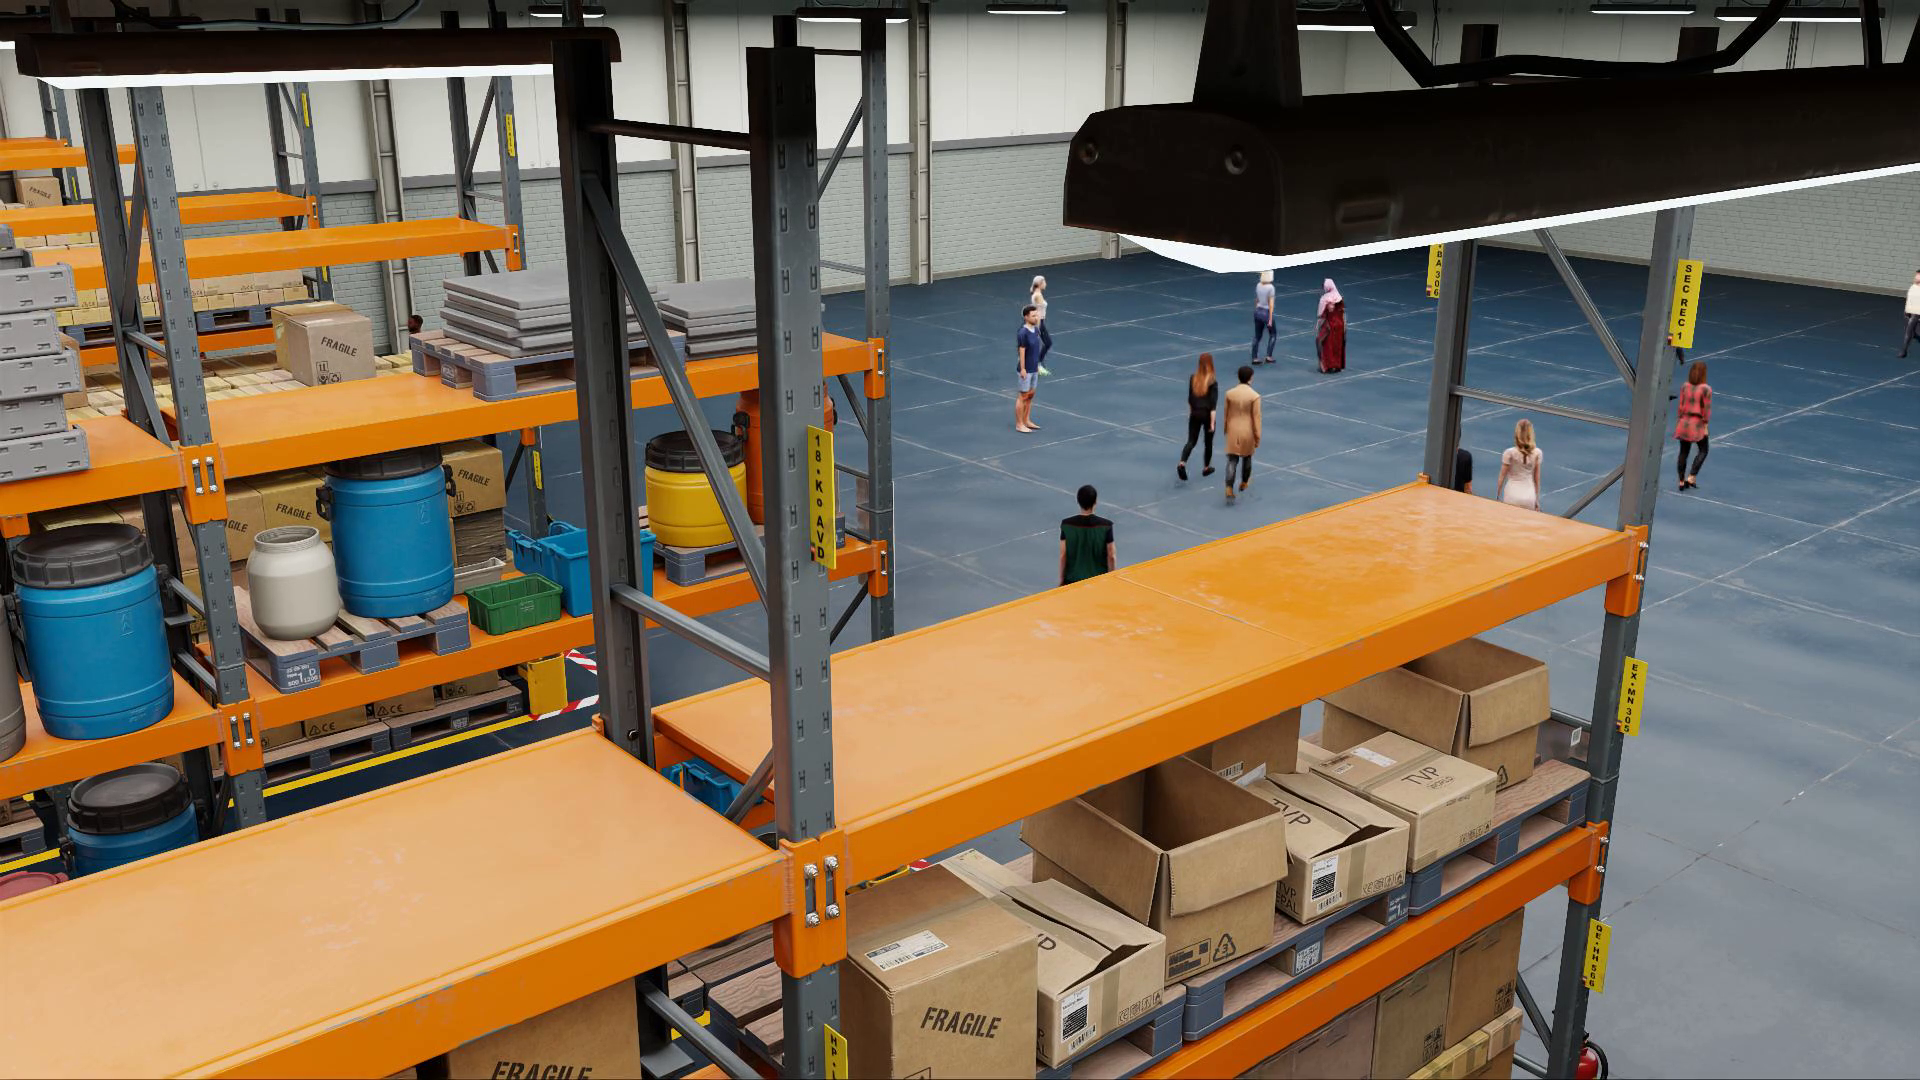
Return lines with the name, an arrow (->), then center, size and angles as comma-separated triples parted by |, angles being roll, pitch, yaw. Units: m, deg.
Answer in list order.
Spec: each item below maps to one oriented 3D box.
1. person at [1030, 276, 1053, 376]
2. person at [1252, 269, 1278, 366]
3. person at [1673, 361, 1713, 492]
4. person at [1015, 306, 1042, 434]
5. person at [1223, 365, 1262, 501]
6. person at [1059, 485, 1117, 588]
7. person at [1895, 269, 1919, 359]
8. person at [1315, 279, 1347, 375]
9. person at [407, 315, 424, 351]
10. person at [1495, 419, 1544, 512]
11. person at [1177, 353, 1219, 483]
person -> 1.209, -3.586, 27.956 | 0.799, 1.691, 0.766 | -3, 18, -8
person -> 5.207, -3.862, 28.782 | 0.662, 1.703, 0.576 | -15, 23, -39
person -> 9.375, -1.442, 21.372 | 0.628, 1.691, 0.657 | -12, 21, -32
person -> 0.992, -2.529, 24.455 | 0.737, 1.848, 0.595 | 12, 21, 32
person -> 3.511, -1.321, 21.003 | 1.029, 1.688, 1.232 | 7, 19, 20
person -> 1.168, 0.405, 15.359 | 0.765, 1.901, 0.801 | 3, 18, 10
person -> 16.924, -3.990, 29.390 | 0.996, 1.570, 0.869 | -2, 18, -8
person -> 6.318, -3.638, 28.256 | 0.670, 1.604, 0.826 | -3, 18, -9
person -> -7.770, -2.349, 23.968 | 0.653, 1.808, 0.560 | 16, 24, 41
person -> 6.040, -0.381, 17.916 | 0.776, 1.814, 0.836 | 0, 18, 2
person -> 3.116, -1.587, 21.822 | 0.780, 1.687, 1.153 | 13, 22, 35
